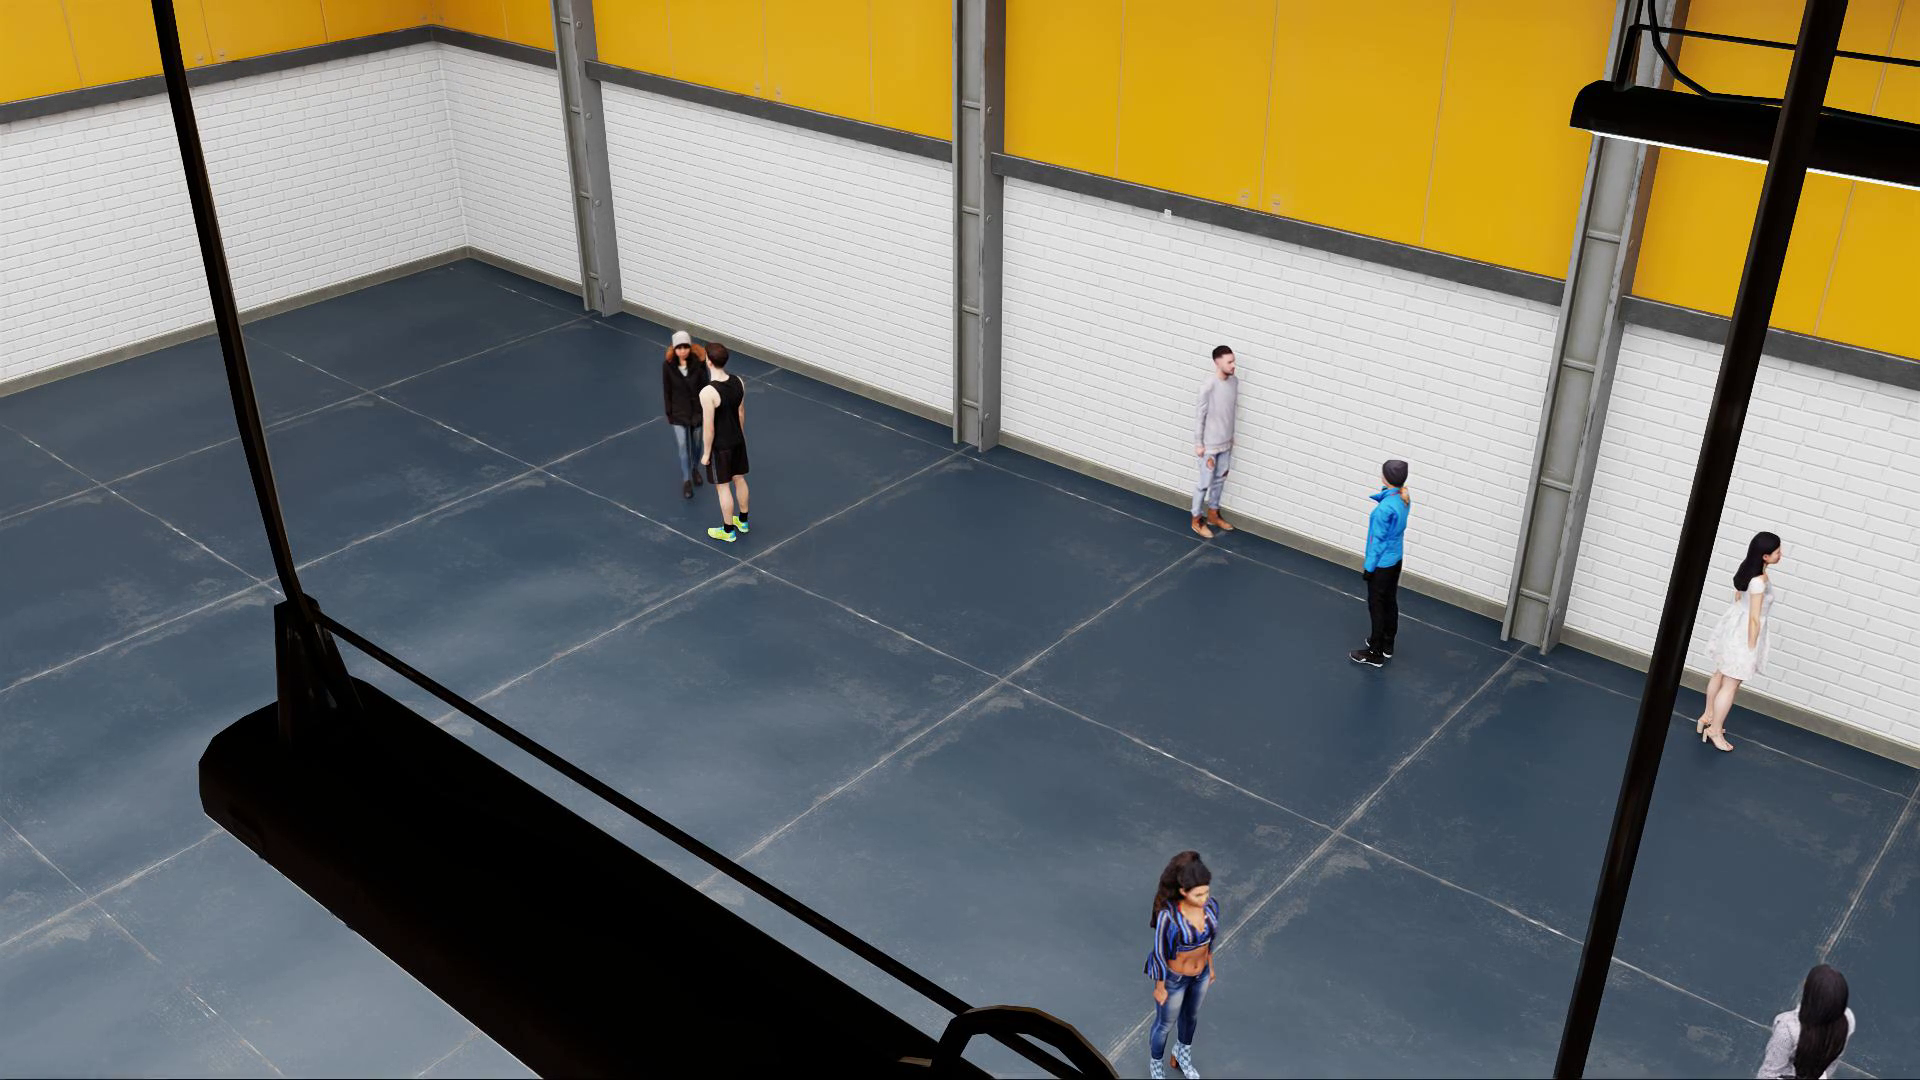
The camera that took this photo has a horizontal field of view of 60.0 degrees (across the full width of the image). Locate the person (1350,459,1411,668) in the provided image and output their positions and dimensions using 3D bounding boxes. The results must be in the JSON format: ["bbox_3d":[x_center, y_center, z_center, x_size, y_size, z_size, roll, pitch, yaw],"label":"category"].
[{"bbox_3d":[3.378,0.178,13.219,0.521,1.797,0.618,23,36,36],"label":"person"}]

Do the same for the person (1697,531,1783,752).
[{"bbox_3d":[5.748,0.730,12.230,0.791,1.774,0.763,5,29,10],"label":"person"}]

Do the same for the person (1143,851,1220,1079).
[{"bbox_3d":[1.248,2.422,9.291,0.687,1.620,0.664,-16,32,-26],"label":"person"}]

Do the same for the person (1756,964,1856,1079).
[{"bbox_3d":[4.214,2.820,8.452,0.671,1.725,0.712,-5,29,-9],"label":"person"}]

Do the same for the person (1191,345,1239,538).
[{"bbox_3d":[2.324,-0.932,15.212,0.725,1.838,0.655,-21,35,-34],"label":"person"}]

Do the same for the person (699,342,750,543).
[{"bbox_3d":[-2.135,-0.889,15.079,0.562,1.890,0.683,19,34,31],"label":"person"}]

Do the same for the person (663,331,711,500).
[{"bbox_3d":[-2.624,-1.275,16.072,0.894,1.616,0.999,-9,30,-16],"label":"person"}]
